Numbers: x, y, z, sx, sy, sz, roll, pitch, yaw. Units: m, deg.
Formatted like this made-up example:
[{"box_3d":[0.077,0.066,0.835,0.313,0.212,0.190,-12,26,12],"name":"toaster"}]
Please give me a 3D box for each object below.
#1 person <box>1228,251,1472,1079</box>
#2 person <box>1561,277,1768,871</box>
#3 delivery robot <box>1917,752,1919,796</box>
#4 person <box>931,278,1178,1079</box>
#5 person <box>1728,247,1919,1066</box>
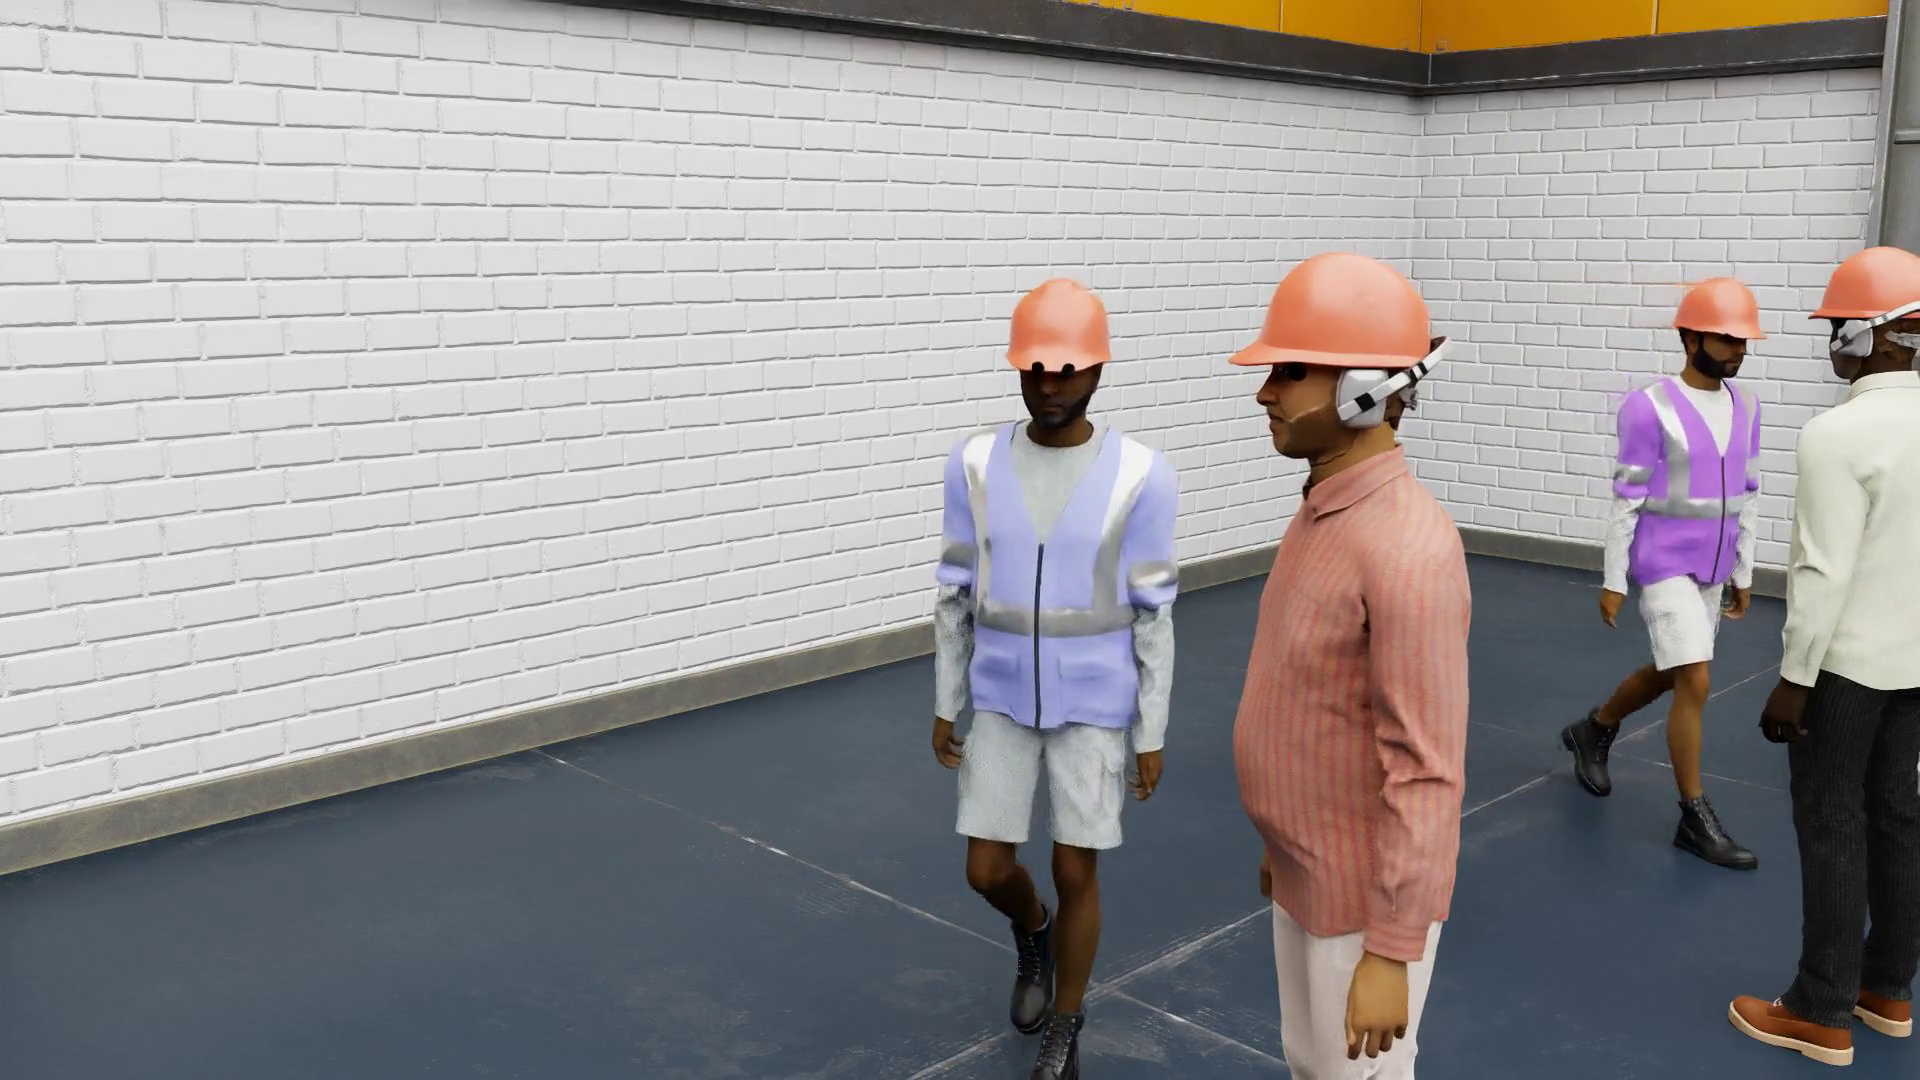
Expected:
[{"box_3d":[0.609,0.542,2.711,0.387,1.996,0.611,0,10,-2],"name":"person"},{"box_3d":[2.393,0.061,5.630,0.547,1.905,0.924,-4,11,-23],"name":"person"},{"box_3d":[3.325,0.664,5.723,0.477,0.478,0.707,0,10,-1],"name":"delivery robot"},{"box_3d":[0.216,0.365,3.848,0.584,1.929,0.531,3,11,16],"name":"person"},{"box_3d":[2.205,0.287,4.105,0.622,1.992,0.396,-6,12,-29],"name":"person"}]
